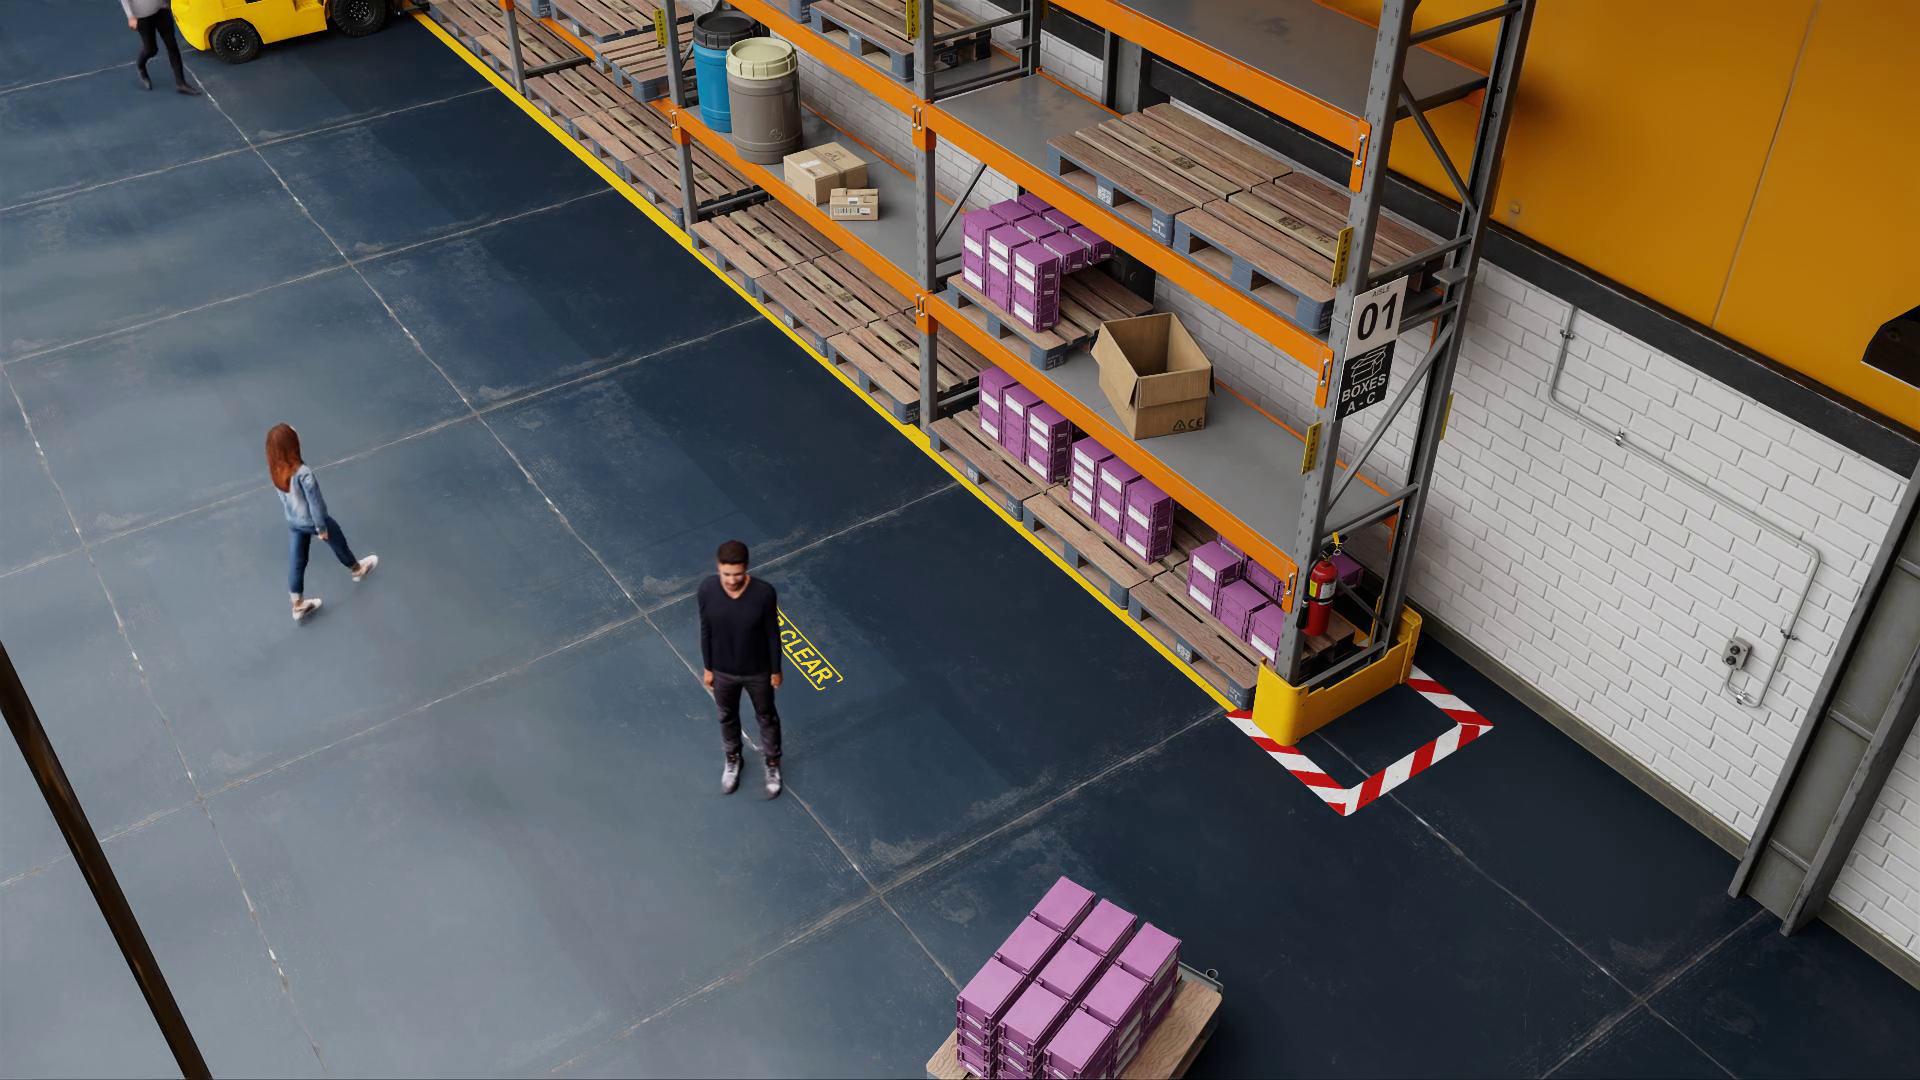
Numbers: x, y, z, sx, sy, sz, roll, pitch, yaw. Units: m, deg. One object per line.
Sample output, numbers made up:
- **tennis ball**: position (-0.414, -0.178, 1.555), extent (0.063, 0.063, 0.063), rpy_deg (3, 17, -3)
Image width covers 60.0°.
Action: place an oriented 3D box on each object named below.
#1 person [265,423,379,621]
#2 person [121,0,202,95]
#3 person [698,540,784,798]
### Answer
- **person**: position (-4.435, -0.102, 11.146), extent (1.002, 1.441, 0.922), rpy_deg (19, 42, 22)
- **person**: position (-8.728, -5.692, 17.774), extent (1.164, 1.906, 0.990), rpy_deg (21, 43, 24)
- **person**: position (-1.278, 0.726, 9.768), extent (0.721, 1.867, 0.762), rpy_deg (3, 39, 3)
